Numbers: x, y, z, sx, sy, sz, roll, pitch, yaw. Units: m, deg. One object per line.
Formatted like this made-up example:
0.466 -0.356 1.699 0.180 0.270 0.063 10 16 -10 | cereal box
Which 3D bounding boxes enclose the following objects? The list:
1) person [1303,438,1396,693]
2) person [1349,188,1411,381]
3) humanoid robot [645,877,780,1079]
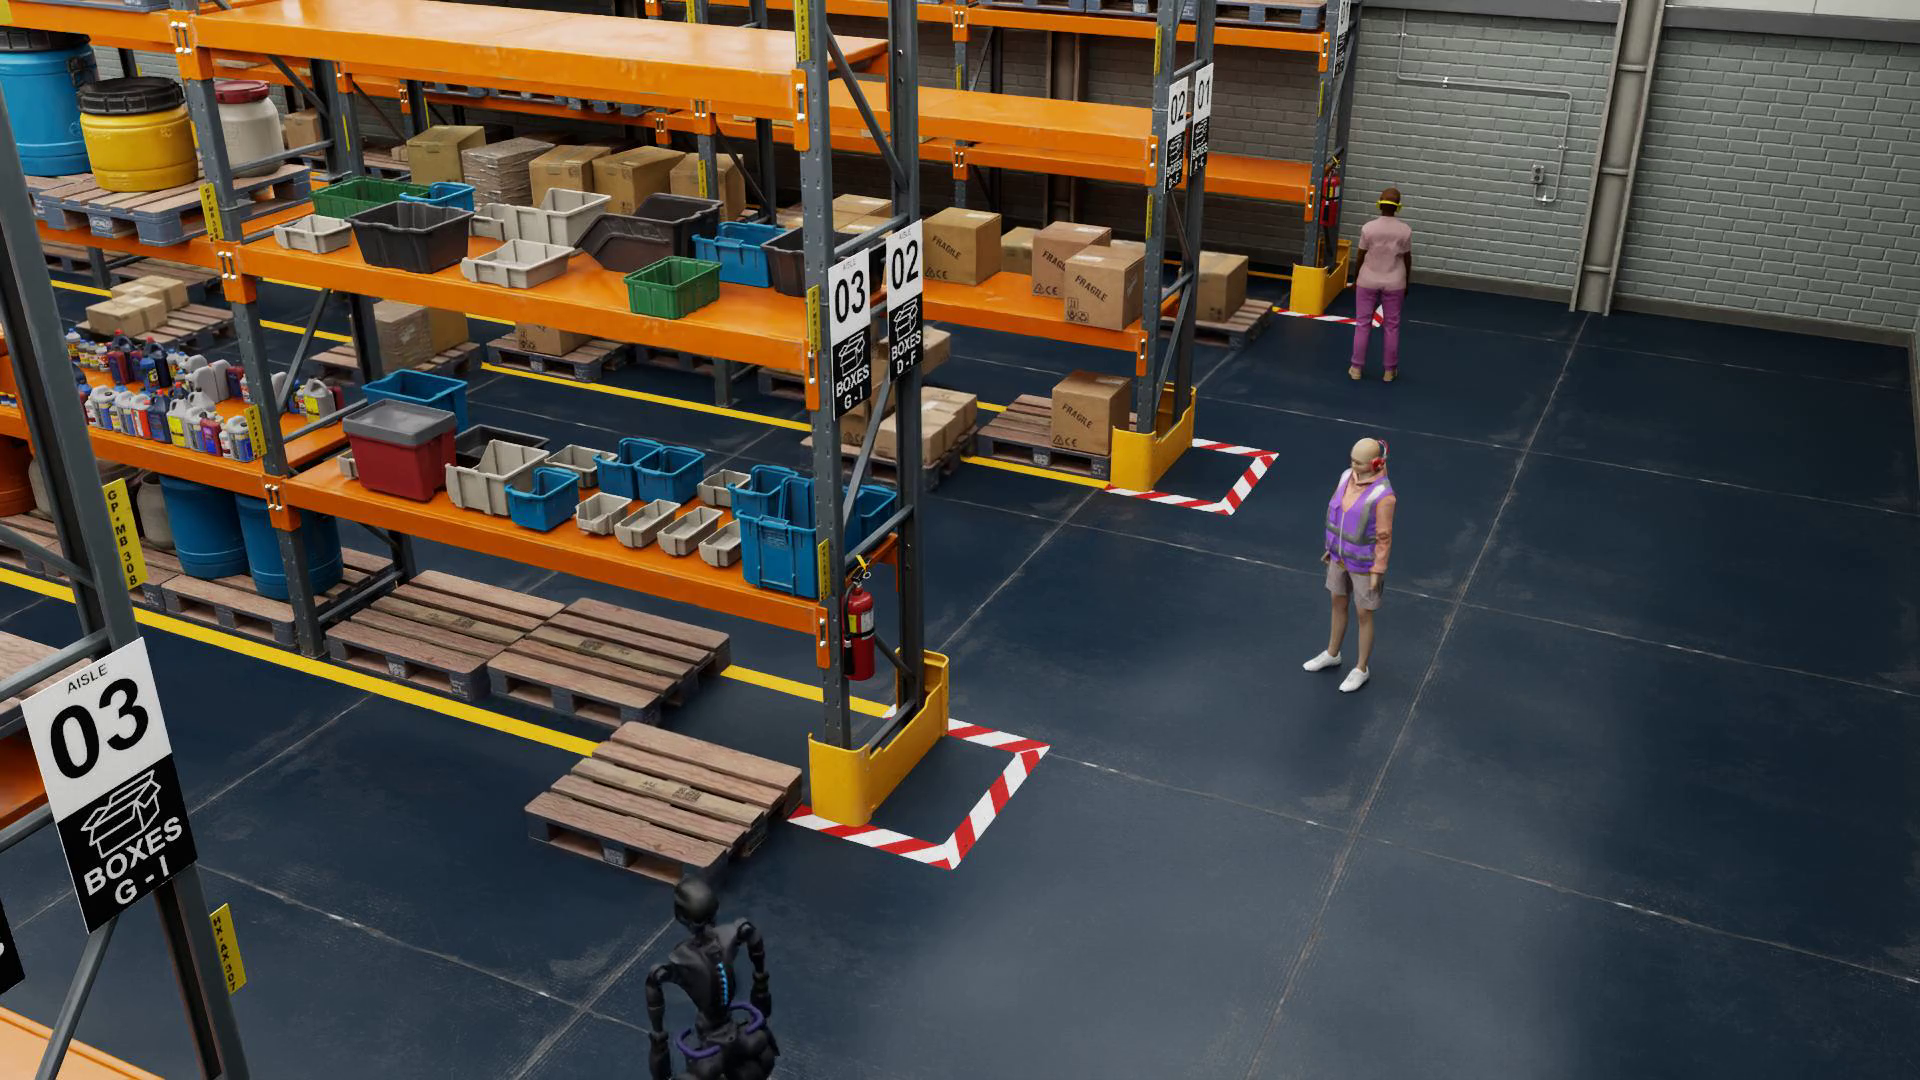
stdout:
2.481 0.138 10.418 0.348 1.691 0.477 -15 30 -28 | person
3.873 -2.347 15.330 0.528 1.801 0.336 6 27 13 | person
-0.941 2.058 6.551 0.602 1.644 0.404 -20 33 -35 | humanoid robot
